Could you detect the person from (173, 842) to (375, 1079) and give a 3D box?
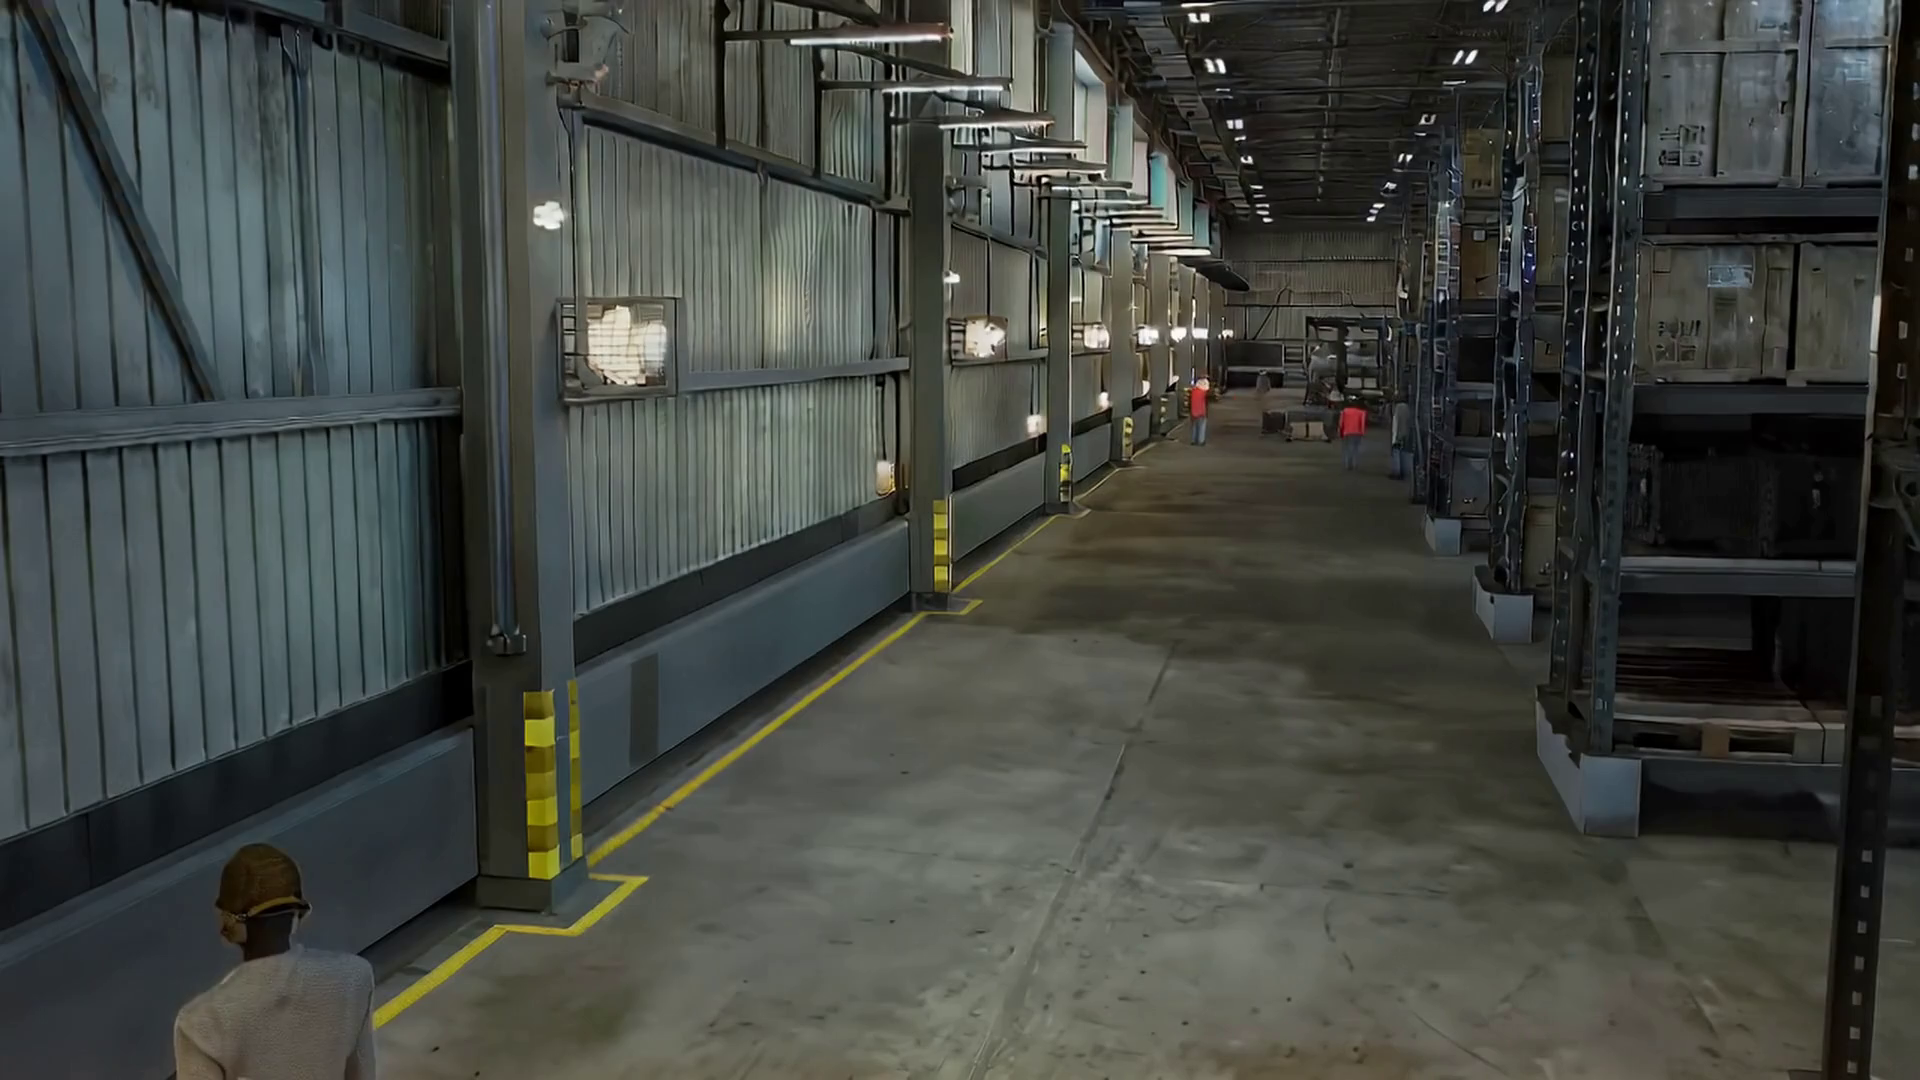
[{"bbox_3d":[-1.838,1.673,4.466,0.342,1.749,0.570,5,9,36],"label":"person"}]

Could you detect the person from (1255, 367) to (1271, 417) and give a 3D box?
[{"bbox_3d":[11.109,-5.435,61.068,0.594,1.823,0.612,3,8,24],"label":"person"}]

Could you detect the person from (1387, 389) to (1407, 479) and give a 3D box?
[{"bbox_3d":[9.205,-2.231,35.150,0.516,1.898,0.605,4,8,29],"label":"person"}]

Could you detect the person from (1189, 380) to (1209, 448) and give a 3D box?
[{"bbox_3d":[6.420,-3.363,44.444,0.429,1.839,0.633,-6,9,-40],"label":"person"}]

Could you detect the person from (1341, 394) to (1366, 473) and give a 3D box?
[{"bbox_3d":[8.729,-2.369,36.918,0.552,1.718,0.880,1,7,9],"label":"person"}]
